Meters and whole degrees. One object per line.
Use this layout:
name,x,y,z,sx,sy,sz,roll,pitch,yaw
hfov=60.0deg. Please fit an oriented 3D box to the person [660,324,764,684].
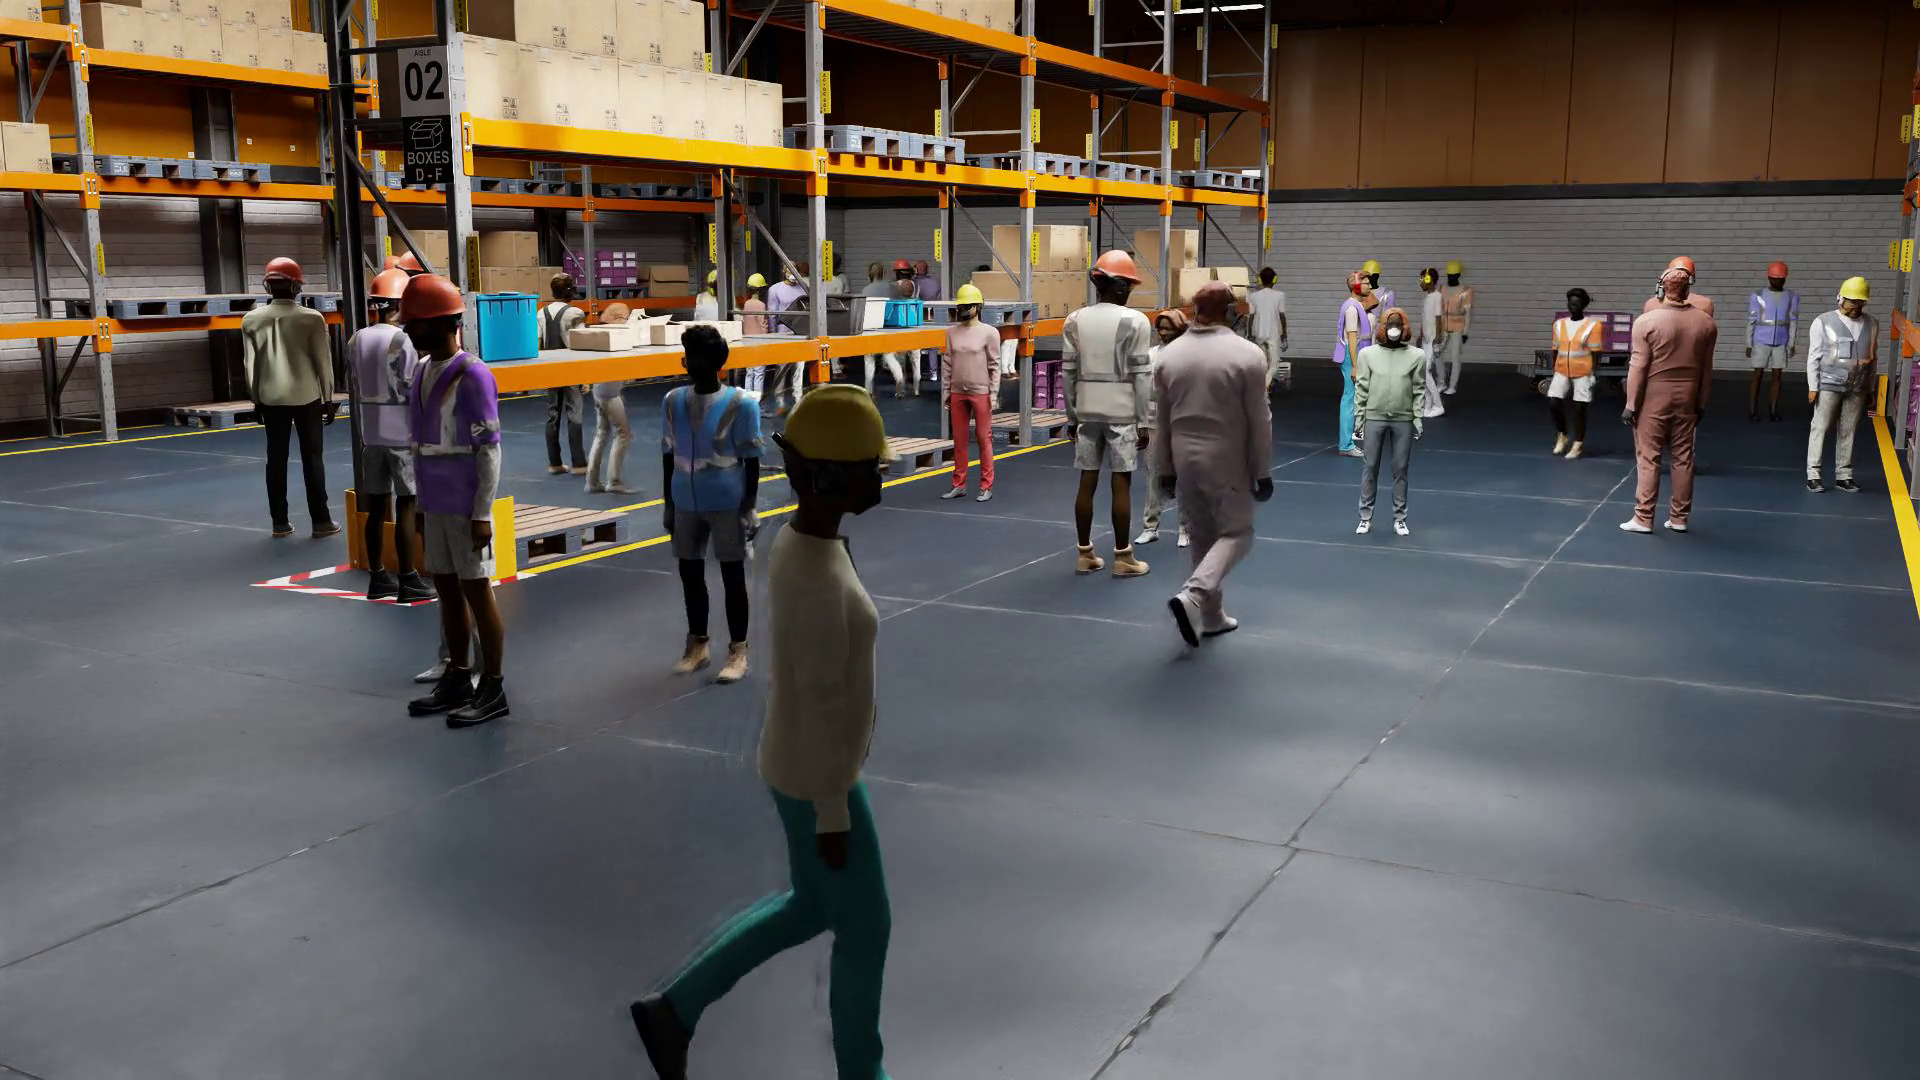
person,-1.181,-0.170,7.859,0.541,1.696,0.318,4,11,22

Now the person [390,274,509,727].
person,-2.192,-0.163,7.130,0.549,1.932,0.375,9,13,42

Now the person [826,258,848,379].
person,-2.090,-3.560,26.799,0.627,1.934,0.371,7,12,35

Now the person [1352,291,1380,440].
person,4.392,-1.902,18.065,0.282,1.633,0.498,3,10,18

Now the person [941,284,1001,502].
person,0.080,-1.193,13.576,0.532,1.768,0.311,6,11,30

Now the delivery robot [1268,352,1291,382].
delivery robot,4.606,-2.552,24.677,0.477,0.478,0.707,-4,10,-21

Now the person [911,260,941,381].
person,-0.595,-3.431,26.140,0.639,1.905,0.407,-3,10,-19

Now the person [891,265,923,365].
person,-1.010,-3.977,29.610,0.711,1.806,0.432,6,11,29

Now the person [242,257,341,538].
person,-4.747,-1.004,11.825,0.610,1.993,0.380,0,10,-2

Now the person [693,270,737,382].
person,-3.363,-2.837,23.015,0.594,1.801,0.864,3,10,16

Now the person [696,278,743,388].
person,-2.389,-1.729,16.587,0.498,1.808,1.027,1,10,5

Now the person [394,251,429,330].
person,-4.723,-1.492,14.509,0.615,2.041,0.368,9,13,43

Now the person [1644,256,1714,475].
person,6.519,-1.575,15.142,0.611,1.988,0.391,5,11,27

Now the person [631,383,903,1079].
person,-0.387,0.520,3.736,0.684,1.744,0.538,-2,10,-10

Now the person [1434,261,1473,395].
person,6.944,-3.001,23.622,0.624,1.905,0.607,10,14,44

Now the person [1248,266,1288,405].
person,4.014,-2.651,21.790,0.526,1.846,0.685,6,11,30

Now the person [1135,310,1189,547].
person,1.453,-0.765,11.475,0.522,1.636,0.311,4,11,24

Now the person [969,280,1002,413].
person,0.283,-2.484,21.207,0.494,1.714,0.800,4,11,24

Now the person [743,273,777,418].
person,-2.484,-2.382,20.448,0.301,1.772,0.527,-7,12,-34

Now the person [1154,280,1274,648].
person,1.278,-0.388,8.550,0.654,1.886,0.727,9,13,41

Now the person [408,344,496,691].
person,-2.343,-0.113,7.702,0.515,1.636,0.315,9,13,42

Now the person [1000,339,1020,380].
person,0.828,-3.499,26.604,0.349,1.876,0.577,5,11,28

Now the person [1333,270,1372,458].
person,3.907,-1.747,16.541,0.389,1.850,0.566,2,10,13

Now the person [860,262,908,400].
person,-1.073,-2.861,22.827,0.632,1.912,0.853,-7,12,-34

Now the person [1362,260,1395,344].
person,5.187,-2.562,21.035,0.594,1.926,0.367,8,12,38

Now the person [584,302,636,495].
person,-2.972,-1.174,13.933,0.433,1.622,0.521,-4,11,-21

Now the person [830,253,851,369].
person,-2.178,-4.003,29.052,0.687,2.000,0.539,4,11,21

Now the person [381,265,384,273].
person,-6.955,-2.500,20.667,0.736,1.929,0.628,-1,10,-8

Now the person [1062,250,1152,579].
person,0.931,-0.778,10.394,0.609,2.036,0.403,7,12,34

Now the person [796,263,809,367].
person,-2.706,-4.008,29.618,0.606,1.853,0.696,3,10,16

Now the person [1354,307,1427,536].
person,3.080,-0.846,11.940,0.500,1.636,0.280,2,10,12

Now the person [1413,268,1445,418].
person,5.786,-2.416,20.456,0.358,1.843,0.552,0,10,-2

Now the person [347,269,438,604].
person,-3.268,-0.597,9.661,0.545,1.932,0.386,5,11,26

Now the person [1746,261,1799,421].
person,9.767,-2.377,19.990,0.557,1.923,0.417,2,10,11

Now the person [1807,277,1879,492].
person,7.467,-1.305,14.062,0.588,1.823,0.403,0,10,-1

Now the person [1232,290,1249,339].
person,4.301,-3.365,26.122,0.611,1.779,0.940,-3,10,-16

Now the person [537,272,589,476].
person,-3.596,-1.497,15.108,0.506,1.846,0.348,4,11,21

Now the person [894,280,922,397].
person,-0.743,-2.824,23.383,0.522,1.639,0.309,-2,10,-11

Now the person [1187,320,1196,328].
person,3.650,-3.444,26.488,0.637,1.809,0.709,8,13,39

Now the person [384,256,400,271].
person,-6.819,-2.471,20.344,0.406,1.983,0.613,-2,10,-12

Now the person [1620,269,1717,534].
person,5.079,-0.991,12.002,0.653,1.906,0.408,-2,10,-10

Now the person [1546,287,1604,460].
person,6.003,-1.619,16.263,0.537,1.687,0.363,10,14,44

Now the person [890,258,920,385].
person,-0.883,-3.350,25.578,0.551,1.932,0.378,-7,12,-36

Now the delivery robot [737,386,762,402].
delivery robot,-2.616,-1.589,19.099,0.477,0.478,0.707,8,13,40

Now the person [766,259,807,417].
person,-2.103,-2.506,20.675,0.635,1.939,0.362,-8,12,-38

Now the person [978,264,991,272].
person,0.396,-3.921,29.239,0.488,1.822,0.635,7,12,35
